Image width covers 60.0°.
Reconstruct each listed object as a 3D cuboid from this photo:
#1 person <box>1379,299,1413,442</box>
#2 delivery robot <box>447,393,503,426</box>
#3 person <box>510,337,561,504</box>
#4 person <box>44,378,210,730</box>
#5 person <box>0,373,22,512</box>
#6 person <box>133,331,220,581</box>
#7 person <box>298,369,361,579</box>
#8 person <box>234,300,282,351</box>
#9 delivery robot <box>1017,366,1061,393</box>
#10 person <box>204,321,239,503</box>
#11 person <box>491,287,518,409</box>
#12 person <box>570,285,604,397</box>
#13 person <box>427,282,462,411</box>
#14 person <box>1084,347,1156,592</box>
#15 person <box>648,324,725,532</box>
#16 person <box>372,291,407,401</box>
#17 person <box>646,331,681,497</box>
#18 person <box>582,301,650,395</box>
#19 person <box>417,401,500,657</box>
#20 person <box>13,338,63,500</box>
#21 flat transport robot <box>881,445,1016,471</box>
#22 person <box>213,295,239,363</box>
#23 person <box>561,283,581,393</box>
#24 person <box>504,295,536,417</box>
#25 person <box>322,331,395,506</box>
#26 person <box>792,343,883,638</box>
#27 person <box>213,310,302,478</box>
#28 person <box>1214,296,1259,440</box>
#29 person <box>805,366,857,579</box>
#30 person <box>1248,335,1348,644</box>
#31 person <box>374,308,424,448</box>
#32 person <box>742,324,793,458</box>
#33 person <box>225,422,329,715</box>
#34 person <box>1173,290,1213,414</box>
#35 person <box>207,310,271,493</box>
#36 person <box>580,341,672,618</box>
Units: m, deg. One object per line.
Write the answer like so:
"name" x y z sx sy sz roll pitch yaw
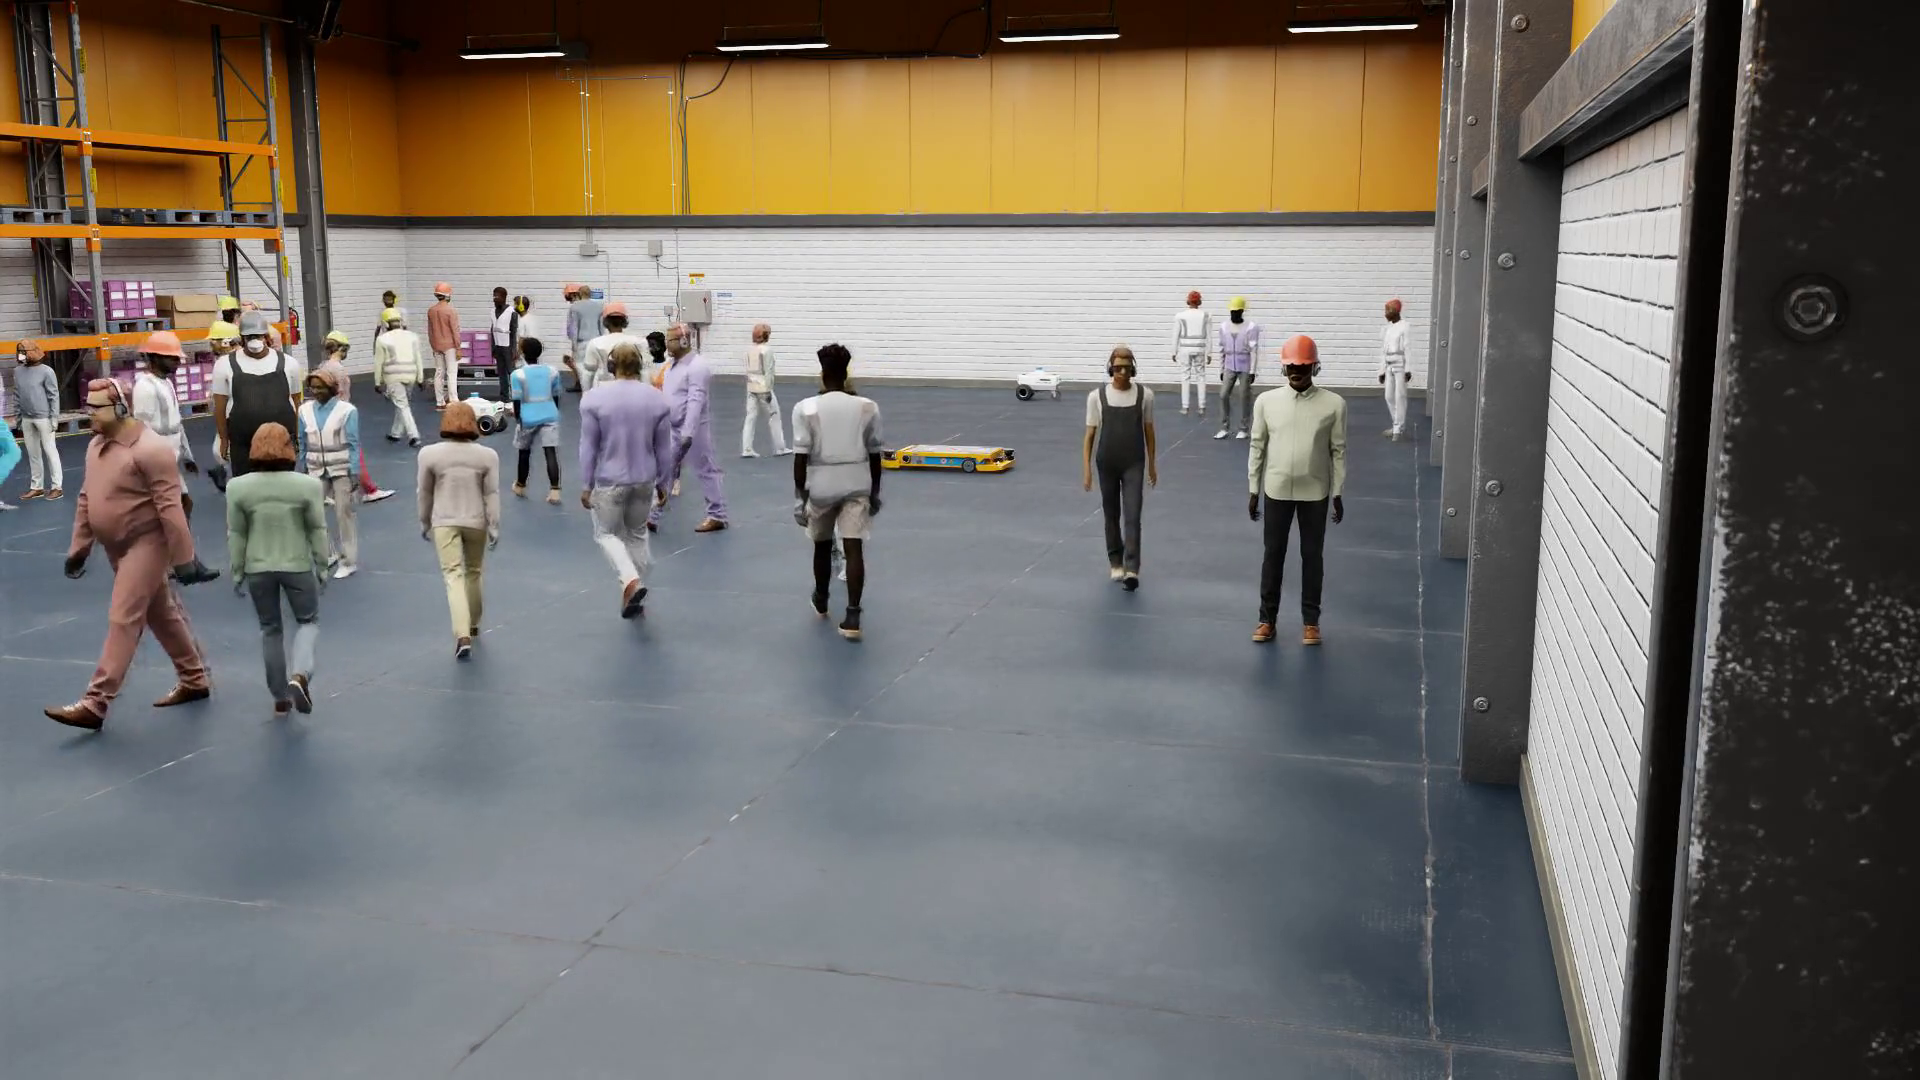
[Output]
"person" 5.797 -2.235 21.942 0.405 1.859 0.710 -3 10 -15
"delivery robot" -6.618 -1.766 22.691 0.707 0.478 0.477 1 10 5
"person" -4.246 -1.202 16.656 0.538 1.648 0.883 -6 12 -31
"person" -4.505 0.067 8.913 0.664 1.852 1.014 7 12 36
"person" -9.268 -1.159 15.882 0.450 1.833 0.592 -9 13 -41
"person" -5.982 -0.631 12.688 0.777 1.906 0.557 -2 10 -11
"person" -4.824 -0.497 12.741 0.542 1.624 0.405 1 10 7
"person" -8.480 -1.923 20.020 0.643 1.908 0.399 2 10 11
"delivery robot" 1.321 -2.647 27.678 0.707 0.478 0.477 2 10 10
"person" -7.220 -1.251 16.468 0.425 1.818 0.591 -5 11 -25
"person" -7.183 -3.037 26.294 0.590 1.918 0.389 7 12 36
"person" -6.254 -3.324 27.949 0.645 1.907 0.516 -9 13 -40
"person" -7.948 -2.977 25.730 0.615 1.997 0.373 5 11 28
"person" 1.190 -0.522 12.366 0.543 1.799 0.955 1 10 6
"person" -2.510 -0.968 14.710 0.953 1.860 0.665 -8 13 -37
"person" -9.474 -3.213 27.586 0.569 1.806 0.987 1 10 7
"person" -3.052 -1.276 16.950 0.540 1.695 0.317 3 10 15
"person" -3.487 -1.398 16.799 0.643 1.984 0.995 -4 11 -23
"person" -3.153 -0.085 10.523 0.497 1.585 0.880 -4 11 -23
"person" -9.323 -1.217 16.791 0.507 1.631 0.265 3 10 15
"flat transport robot" -0.128 -0.952 19.148 1.431 0.197 0.652 3 10 15
"person" -9.638 -2.309 22.196 0.585 1.914 0.715 0 10 1
"person" -6.744 -3.517 29.000 0.405 1.918 0.564 -1 10 -5
"person" -6.448 -2.715 24.713 0.866 1.839 0.547 0 10 3
"person" -6.052 -1.202 16.459 0.843 1.715 0.557 -6 12 -32
"person" -0.819 -0.347 11.070 0.619 1.911 1.028 -2 10 -13
"person" -5.715 -0.861 13.628 0.688 2.000 0.536 -6 11 -29
"person" 3.642 -2.257 21.920 0.603 1.900 0.699 6 12 31
"person" -0.953 -0.563 12.952 0.489 1.691 0.943 -5 11 -28
"person" 2.152 -0.309 10.660 0.630 1.988 0.410 3 10 15
"person" -7.159 -2.068 21.234 0.968 1.773 0.598 8 13 40
"person" -2.347 -1.803 20.154 0.755 1.614 0.537 -9 13 -41
"person" -3.660 0.179 8.940 0.504 1.621 0.504 -3 10 -14
"person" 3.562 -2.863 25.416 0.595 1.884 0.389 0 10 1
"person" -7.249 -1.378 16.914 0.750 1.916 0.549 -6 12 -31
"person" -2.237 -0.384 11.265 0.640 1.919 0.568 -6 12 -31
